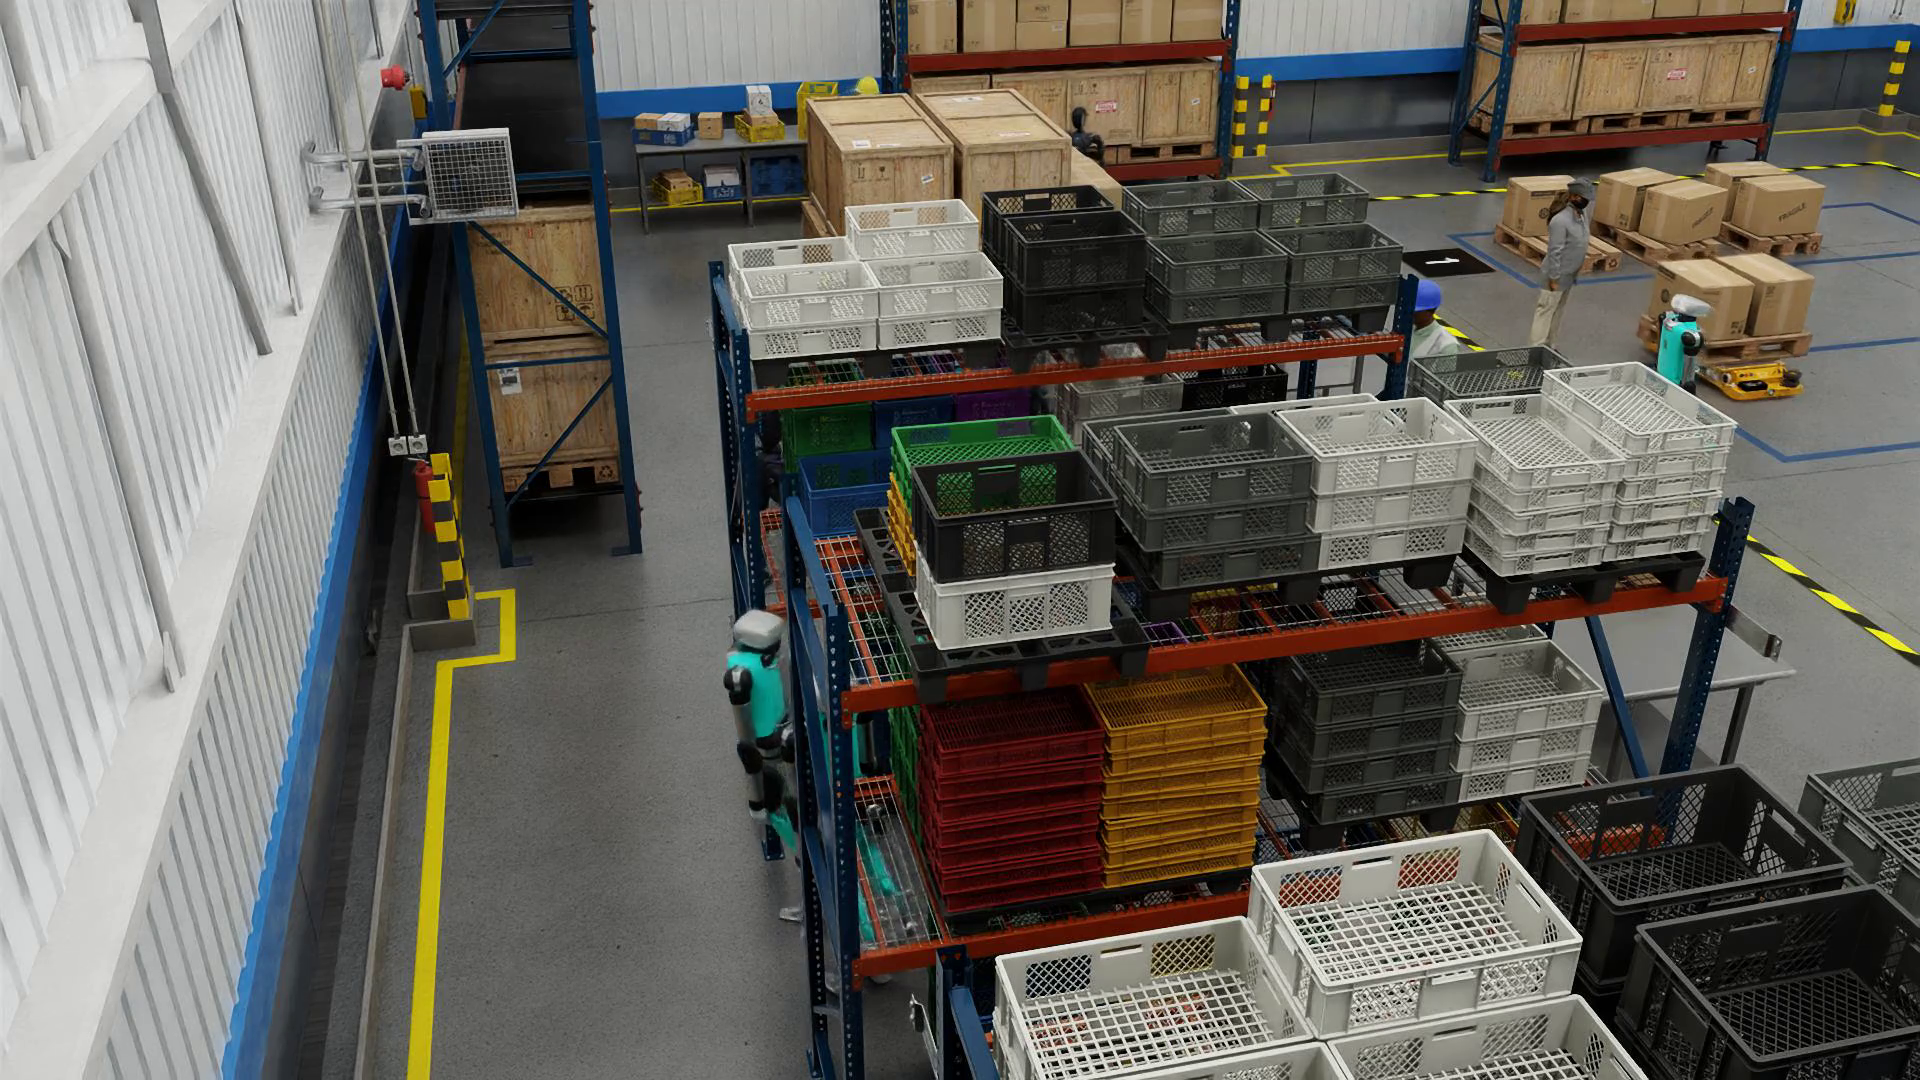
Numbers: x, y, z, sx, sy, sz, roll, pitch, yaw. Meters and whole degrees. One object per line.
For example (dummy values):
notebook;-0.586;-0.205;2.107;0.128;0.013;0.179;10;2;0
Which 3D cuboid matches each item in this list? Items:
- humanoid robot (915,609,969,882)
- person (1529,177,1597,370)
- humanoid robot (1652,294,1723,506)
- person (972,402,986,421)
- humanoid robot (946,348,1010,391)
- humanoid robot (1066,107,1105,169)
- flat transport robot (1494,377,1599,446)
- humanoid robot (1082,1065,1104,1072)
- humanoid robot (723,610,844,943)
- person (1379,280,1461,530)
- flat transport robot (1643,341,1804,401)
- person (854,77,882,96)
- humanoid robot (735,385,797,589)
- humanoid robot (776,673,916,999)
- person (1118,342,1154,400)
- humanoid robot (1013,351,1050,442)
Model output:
humanoid robot;0.068;1.042;8.444;0.684;1.749;0.541;-5;28;-9
person;5.420;-2.413;15.020;0.402;1.764;0.562;22;35;35
humanoid robot;5.414;-0.997;12.214;0.735;1.681;0.533;-1;28;-2
person;0.025;0.011;10.136;0.605;2.033;0.389;-5;28;-9
humanoid robot;0.090;-0.425;11.324;0.531;1.802;0.801;2;28;4
humanoid robot;1.296;-3.817;17.785;0.599;1.637;0.392;9;29;16
flat transport robot;4.780;-1.036;14.013;0.659;0.231;1.431;-6;28;-12
humanoid robot;0.413;2.407;5.961;0.336;1.654;0.600;5;28;10
humanoid robot;-0.776;1.212;8.246;0.704;1.847;0.555;6;28;11
person;3.295;-0.963;12.087;0.424;1.939;0.606;-15;31;-25
flat transport robot;6.938;-1.651;15.149;0.652;0.197;1.431;-6;28;-12
person;-0.991;-4.197;18.348;0.533;1.807;0.627;-23;35;-36
humanoid robot;-1.272;-0.475;11.438;0.616;1.648;0.496;12;30;21
humanoid robot;-0.442;1.439;7.683;0.536;1.750;0.676;-25;37;-38
person;1.339;-1.212;12.686;0.954;1.832;0.636;7;29;13
humanoid robot;0.418;-0.595;11.664;0.418;1.654;0.588;-18;33;-31
